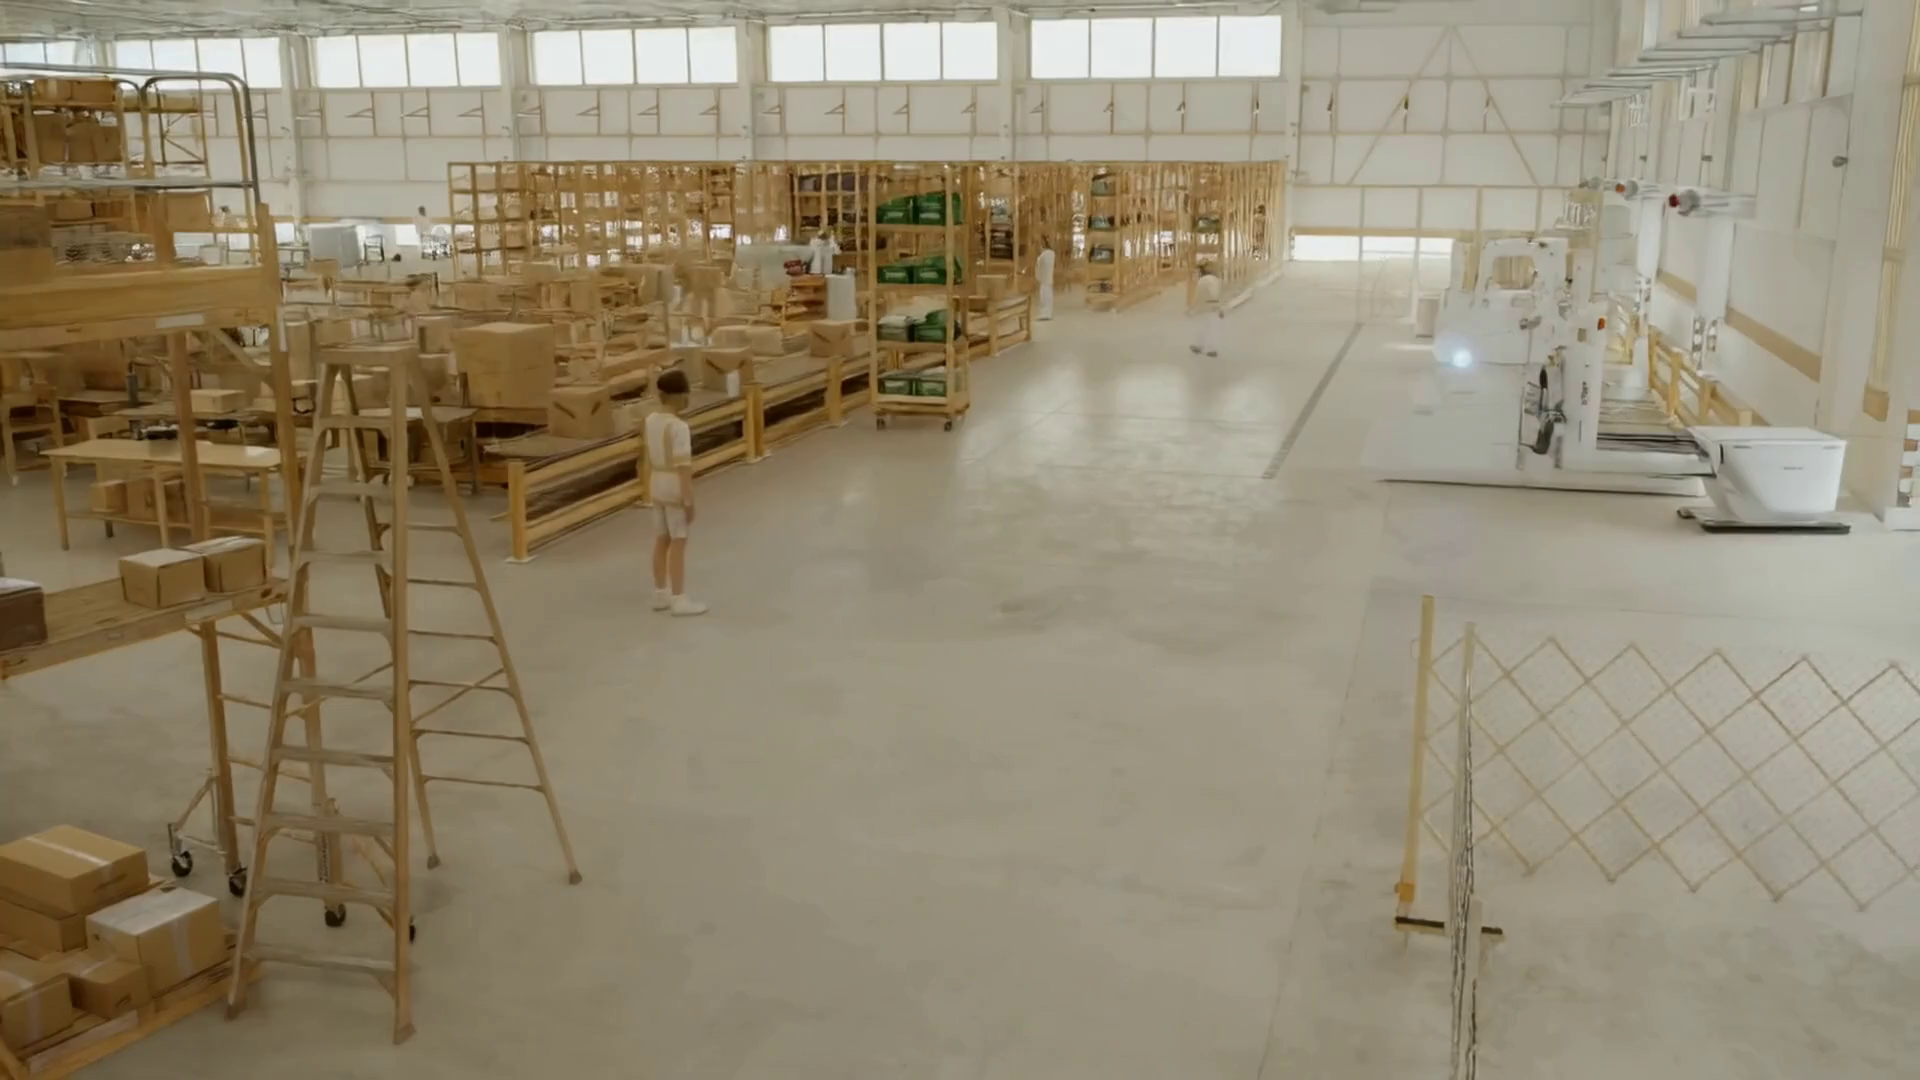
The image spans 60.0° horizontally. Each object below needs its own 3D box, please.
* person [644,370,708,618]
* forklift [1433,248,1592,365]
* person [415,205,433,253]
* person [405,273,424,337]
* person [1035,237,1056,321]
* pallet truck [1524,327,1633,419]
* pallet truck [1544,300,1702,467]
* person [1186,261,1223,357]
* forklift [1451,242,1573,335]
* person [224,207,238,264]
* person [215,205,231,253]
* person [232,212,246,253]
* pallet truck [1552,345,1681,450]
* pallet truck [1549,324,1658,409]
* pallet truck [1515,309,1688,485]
[{"bbox_3d":[-2.359,-0.385,13.764,0.397,2.043,0.610,-10,17,-37],"label":"person"},{"bbox_3d":[9.780,-4.111,29.280,2.680,1.987,1.157,3,13,14],"label":"forklift"},{"bbox_3d":[-20.983,-12.180,65.174,0.649,1.836,0.431,-7,15,-29],"label":"person"},{"bbox_3d":[-9.638,-3.882,29.576,0.893,1.720,0.535,-3,13,-13],"label":"person"},{"bbox_3d":[1.947,-6.010,38.362,0.408,1.909,0.642,6,15,26],"label":"person"},{"bbox_3d":[9.065,-2.460,24.370,1.522,1.261,0.704,3,13,14],"label":"pallet truck"},{"bbox_3d":[8.263,-1.952,20.631,1.885,1.965,0.823,5,14,20],"label":"pallet truck"},{"bbox_3d":[4.633,-4.391,31.639,0.911,1.777,0.592,12,18,43],"label":"person"},{"bbox_3d":[10.464,-4.597,31.405,2.680,1.987,1.157,4,14,16],"label":"forklift"},{"bbox_3d":[-25.621,-10.708,58.496,0.414,1.985,0.611,2,13,9],"label":"person"},{"bbox_3d":[-28.254,-11.845,63.608,0.987,1.892,0.562,3,13,11],"label":"person"},{"bbox_3d":[-27.168,-11.502,62.489,0.546,1.725,0.761,-2,13,-9],"label":"person"},{"bbox_3d":[8.641,-1.896,21.908,1.630,1.274,0.653,4,14,16],"label":"pallet truck"},{"bbox_3d":[9.824,-2.669,25.407,1.601,1.201,0.680,4,14,16],"label":"pallet truck"},{"bbox_3d":[7.554,-1.677,19.446,1.885,1.965,0.823,3,13,14],"label":"pallet truck"}]
